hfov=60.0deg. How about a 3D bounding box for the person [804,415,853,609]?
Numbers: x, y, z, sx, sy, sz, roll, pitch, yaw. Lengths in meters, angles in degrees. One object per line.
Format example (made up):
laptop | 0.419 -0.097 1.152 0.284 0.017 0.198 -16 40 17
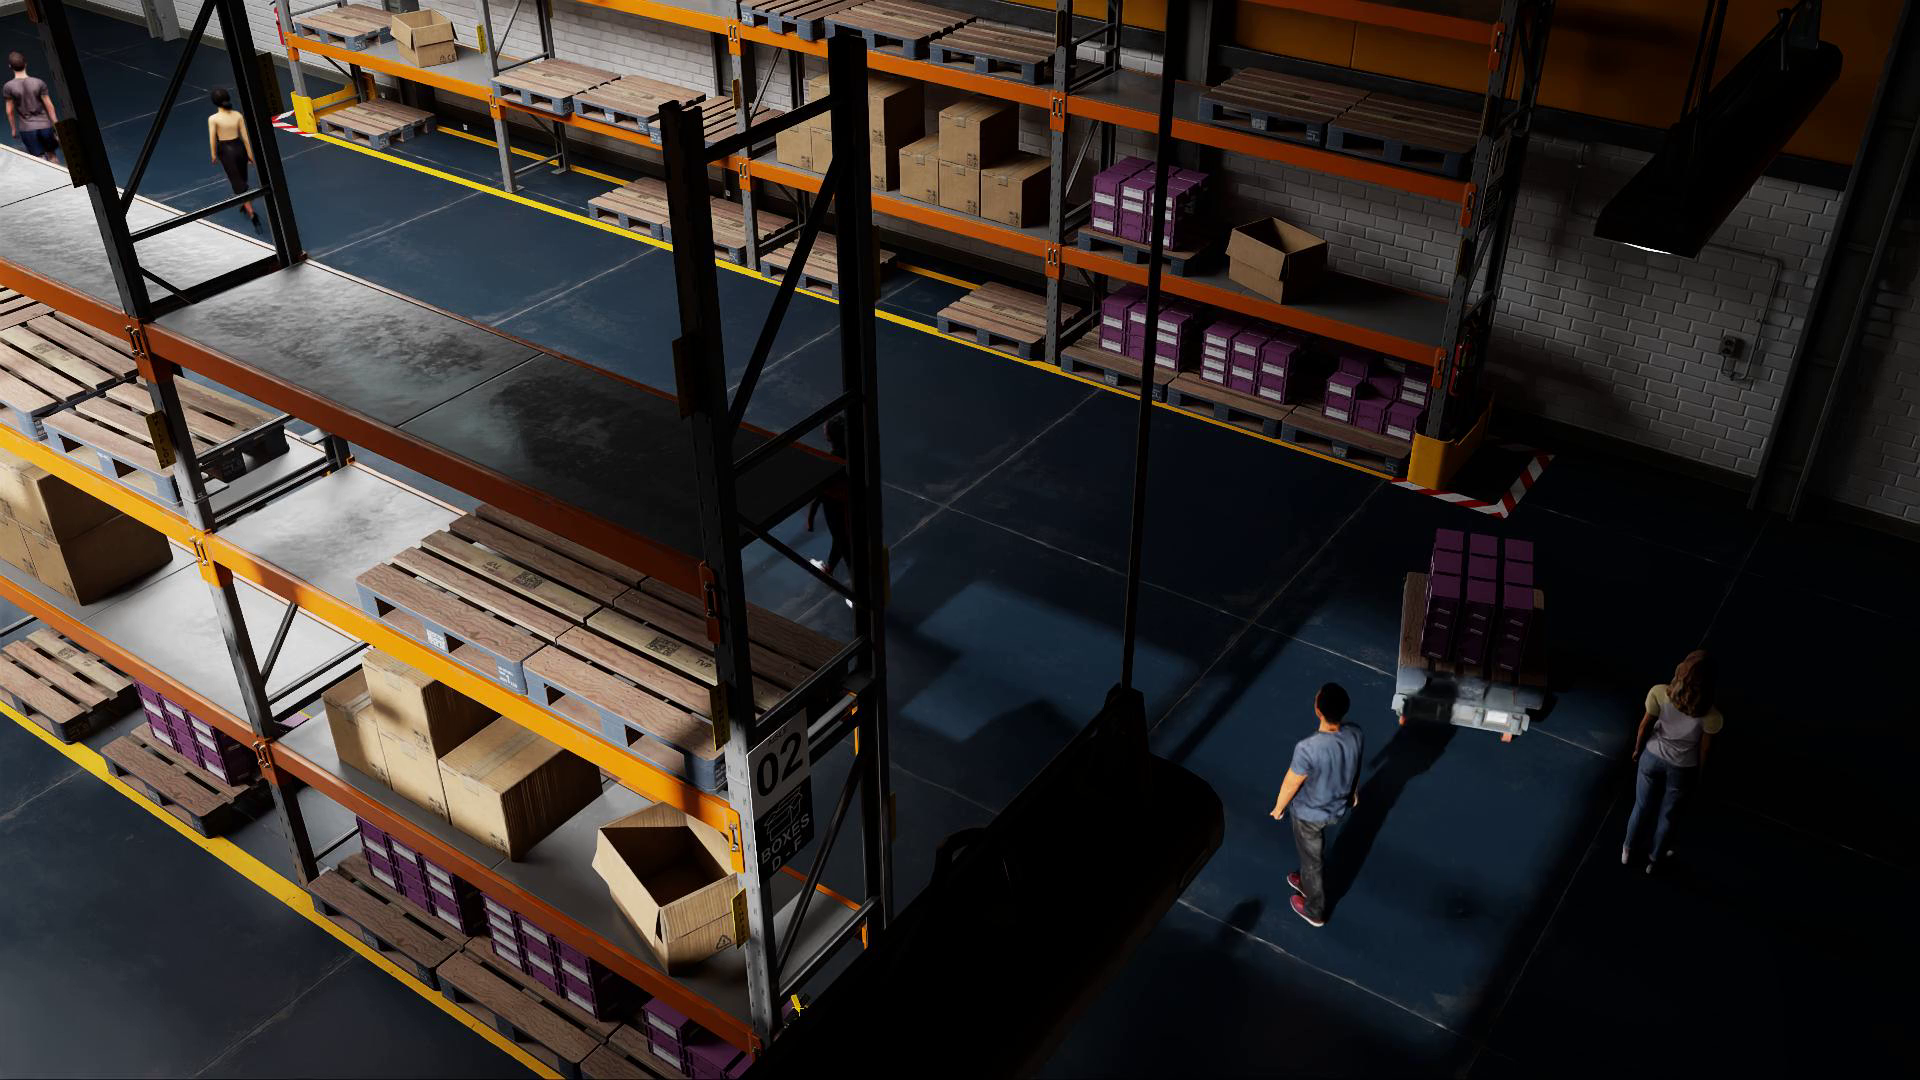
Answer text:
person | -0.844 -0.168 12.944 1.042 1.704 0.717 26 42 34

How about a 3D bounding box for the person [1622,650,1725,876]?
person | 4.505 1.416 10.543 0.491 1.723 0.693 24 40 31

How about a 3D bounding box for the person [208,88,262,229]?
person | -8.454 -4.416 19.414 0.730 1.615 1.059 -26 42 -34

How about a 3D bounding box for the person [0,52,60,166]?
person | -11.024 -4.847 19.892 0.856 1.804 1.229 -25 41 -32

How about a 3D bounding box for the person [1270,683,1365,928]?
person | 2.241 1.664 10.101 0.799 1.799 0.809 -19 38 -26
